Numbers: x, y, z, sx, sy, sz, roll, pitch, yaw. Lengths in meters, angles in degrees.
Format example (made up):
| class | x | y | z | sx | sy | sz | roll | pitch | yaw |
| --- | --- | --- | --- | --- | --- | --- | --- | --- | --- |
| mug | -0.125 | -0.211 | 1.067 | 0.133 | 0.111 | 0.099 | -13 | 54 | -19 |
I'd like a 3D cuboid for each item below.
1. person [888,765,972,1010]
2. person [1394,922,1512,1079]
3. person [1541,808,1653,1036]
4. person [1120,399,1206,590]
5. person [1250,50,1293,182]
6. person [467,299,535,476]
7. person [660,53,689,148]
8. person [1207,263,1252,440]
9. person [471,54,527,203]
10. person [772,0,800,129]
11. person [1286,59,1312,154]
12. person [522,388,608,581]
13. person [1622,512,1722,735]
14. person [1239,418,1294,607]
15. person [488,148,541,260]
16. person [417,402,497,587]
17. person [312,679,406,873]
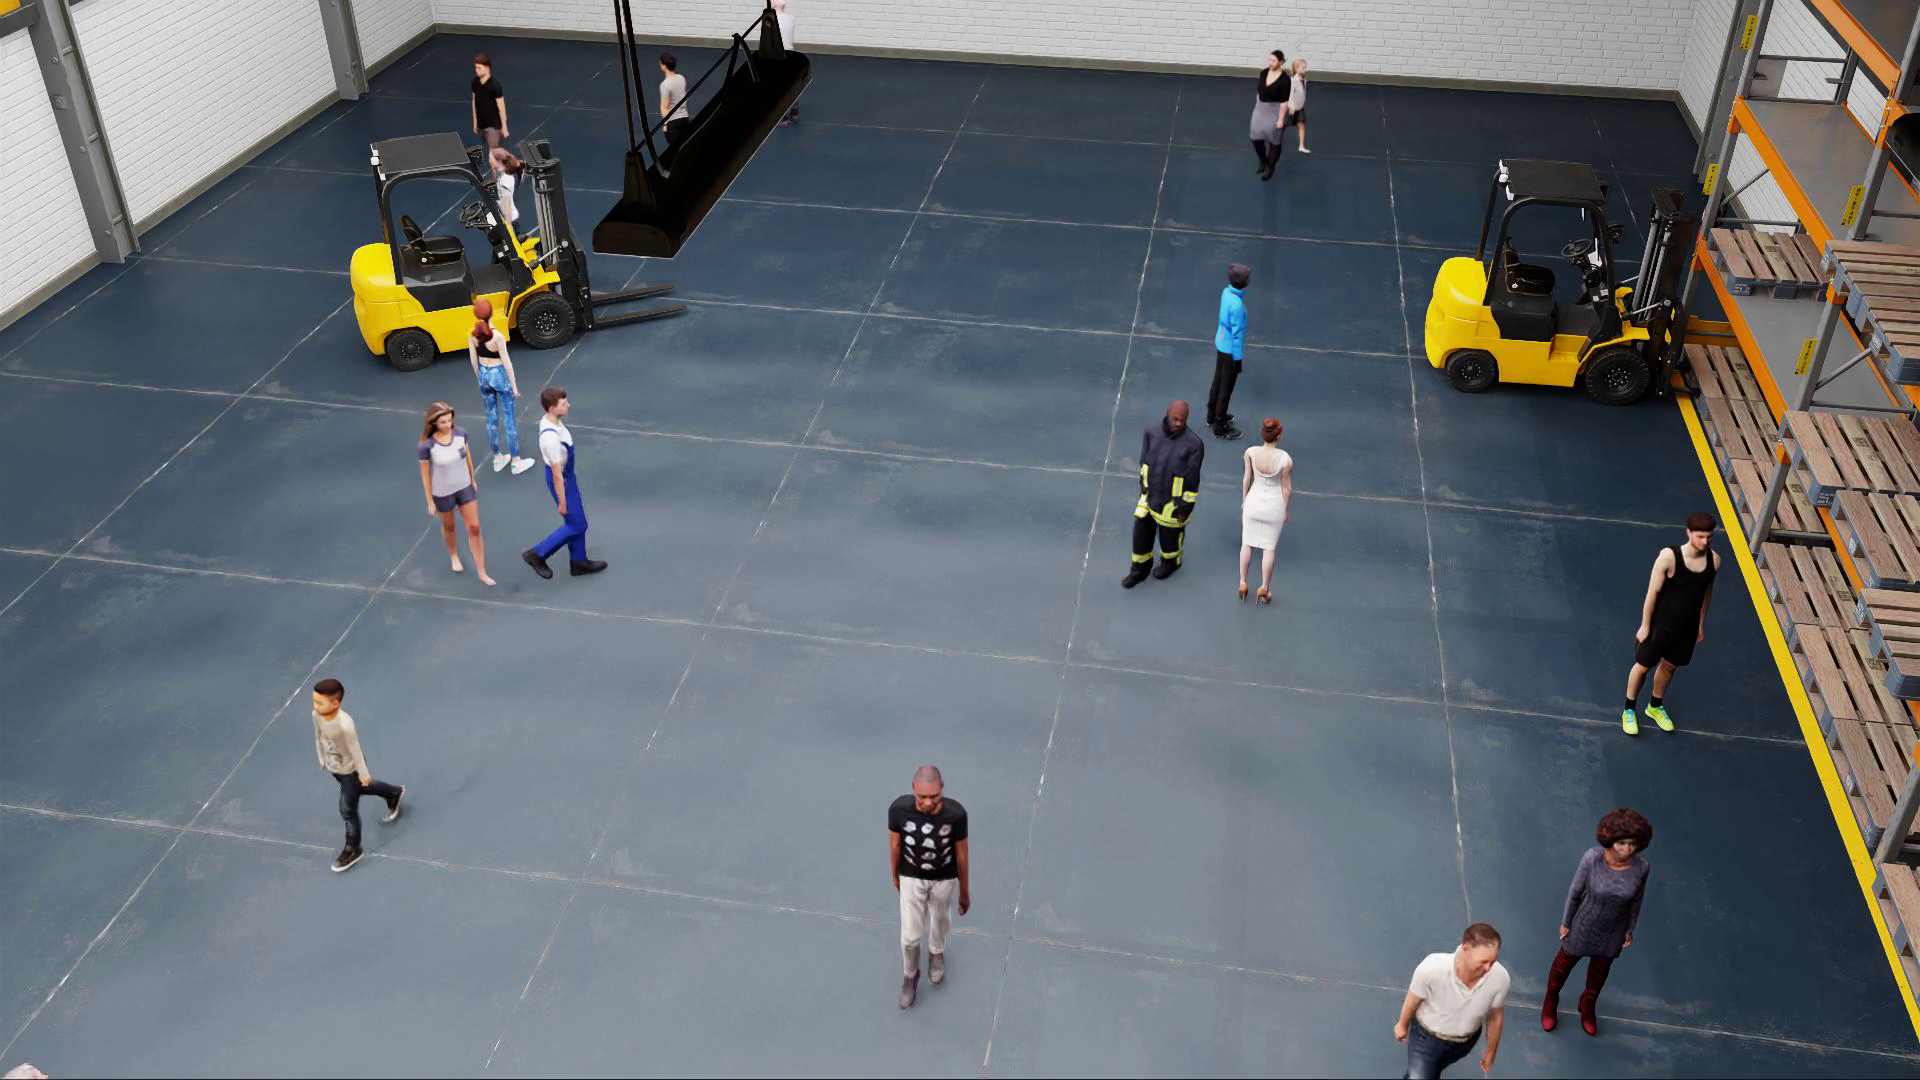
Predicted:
| class | x | y | z | sx | sy | sz | roll | pitch | yaw |
| --- | --- | --- | --- | --- | --- | --- | --- | --- | --- |
| person | -0.181 | 2.026 | 10.316 | 0.720 | 1.788 | 0.797 | 0 | 34 | -1 |
| person | 2.707 | 2.693 | 9.305 | 0.711 | 1.797 | 1.225 | 5 | 34 | 8 |
| person | 3.823 | 2.296 | 9.978 | 0.574 | 1.712 | 0.513 | 5 | 34 | 7 |
| person | 1.805 | -0.448 | 14.036 | 0.989 | 1.789 | 1.085 | 25 | 41 | 32 |
| person | 4.129 | -5.570 | 21.782 | 0.814 | 1.746 | 0.782 | -27 | 42 | -35 |
| person | -4.332 | -1.438 | 15.532 | 0.598 | 1.782 | 0.622 | 11 | 35 | 16 |
| person | -3.704 | -5.501 | 21.704 | 0.727 | 1.716 | 0.594 | 20 | 39 | 28 |
| person | 2.603 | -1.857 | 16.153 | 0.736 | 1.794 | 0.572 | -4 | 34 | -7 |
| person | -5.948 | -5.333 | 21.338 | 0.992 | 1.843 | 1.208 | 21 | 39 | 29 |
| person | -2.506 | -6.791 | 23.541 | 0.800 | 1.832 | 0.671 | 21 | 39 | 28 |
| person | 4.553 | -5.974 | 22.833 | 0.849 | 1.254 | 0.926 | -20 | 38 | -27 |
| person | -3.427 | -0.447 | 13.991 | 0.913 | 1.837 | 0.965 | -9 | 35 | -13 |
| person | 5.295 | 0.602 | 12.363 | 0.738 | 1.892 | 0.697 | -4 | 34 | -6 |
| person | 2.499 | -0.240 | 13.721 | 0.614 | 1.793 | 0.565 | 16 | 37 | 22 |
| person | -5.012 | -3.582 | 18.809 | 0.956 | 1.726 | 1.097 | -9 | 35 | -14 |
| person | -4.349 | -0.452 | 14.127 | 0.969 | 1.695 | 1.030 | -20 | 39 | -27 |
| person | -4.145 | 1.517 | 11.396 | 0.810 | 1.440 | 1.049 | 21 | 39 | 28 |
